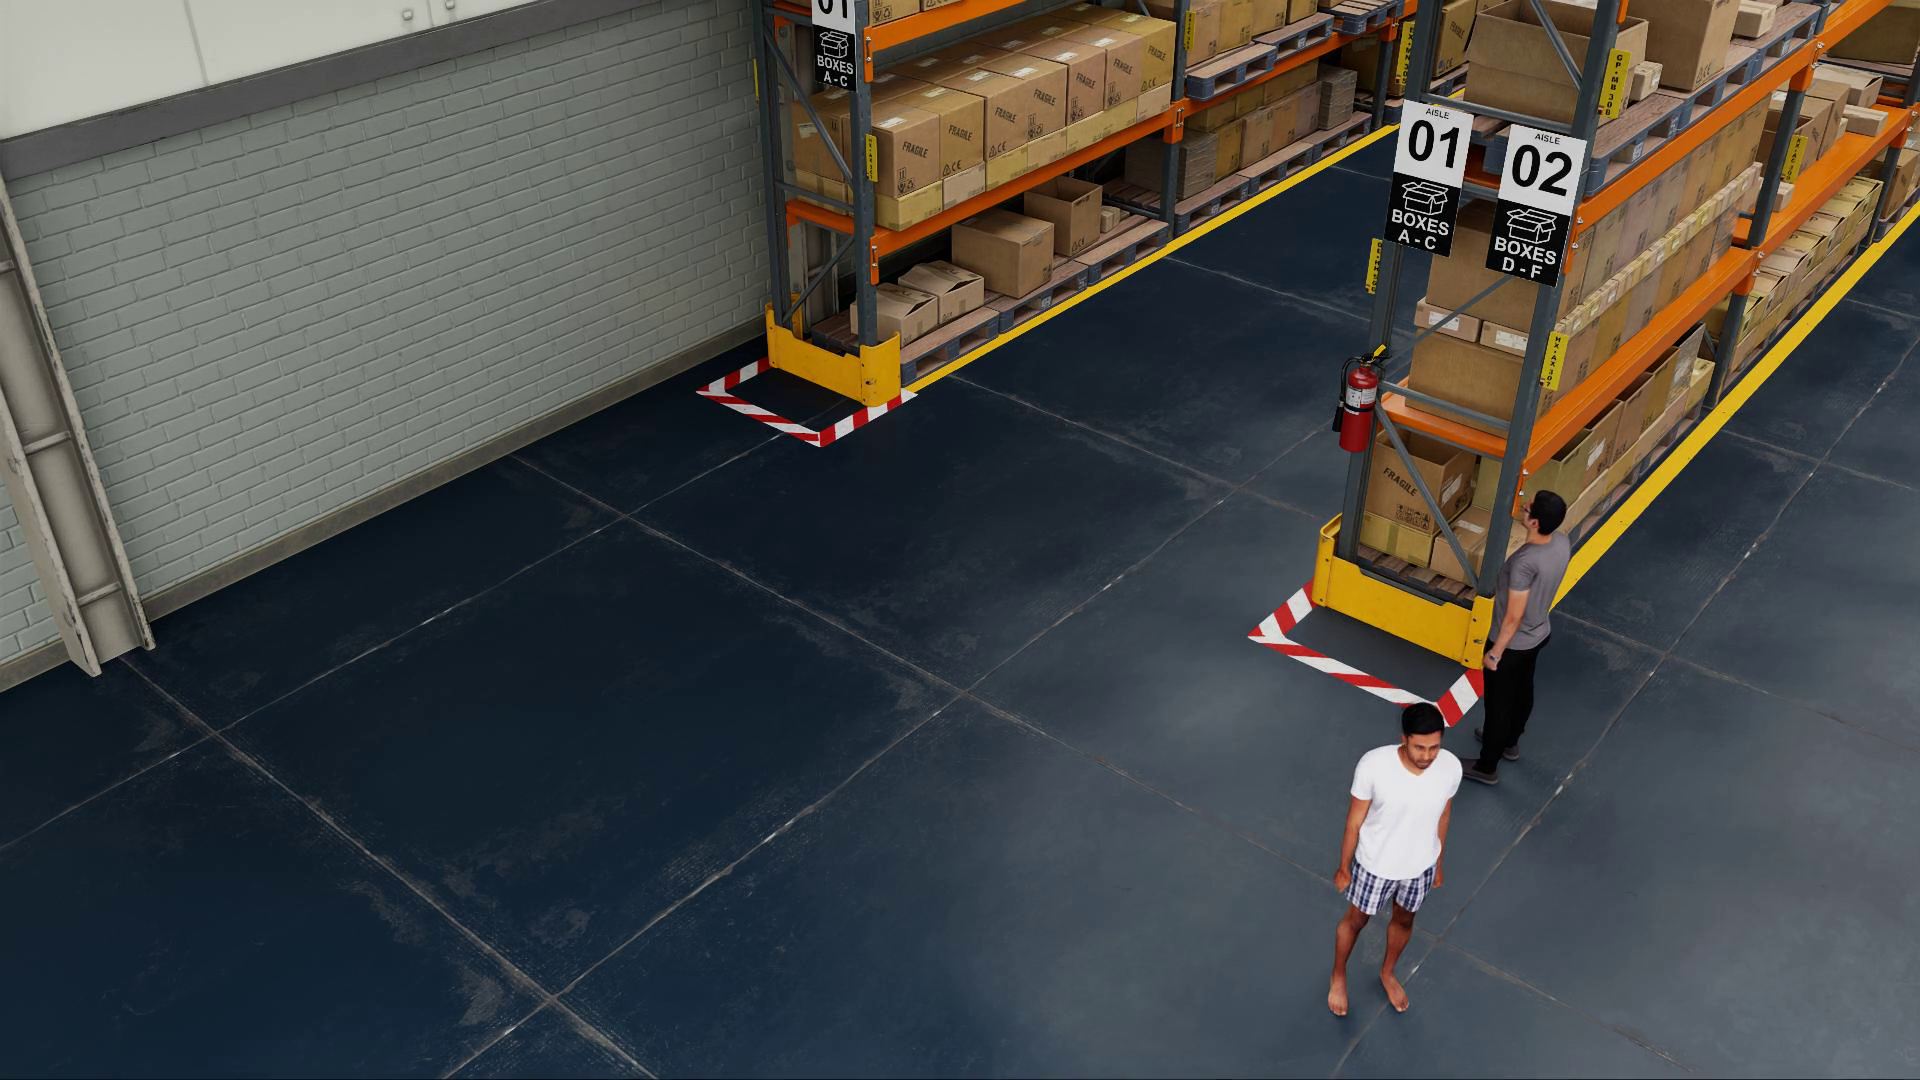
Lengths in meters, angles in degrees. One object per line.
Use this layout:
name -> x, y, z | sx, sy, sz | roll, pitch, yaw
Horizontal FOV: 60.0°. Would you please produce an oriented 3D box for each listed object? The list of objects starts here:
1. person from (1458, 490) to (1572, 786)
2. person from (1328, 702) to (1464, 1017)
person -> 2.912, 0.494, 8.674 | 0.674, 1.755, 0.484 | 27, 41, 34
person -> 1.913, 1.390, 7.321 | 0.707, 1.729, 0.768 | -3, 33, -4
